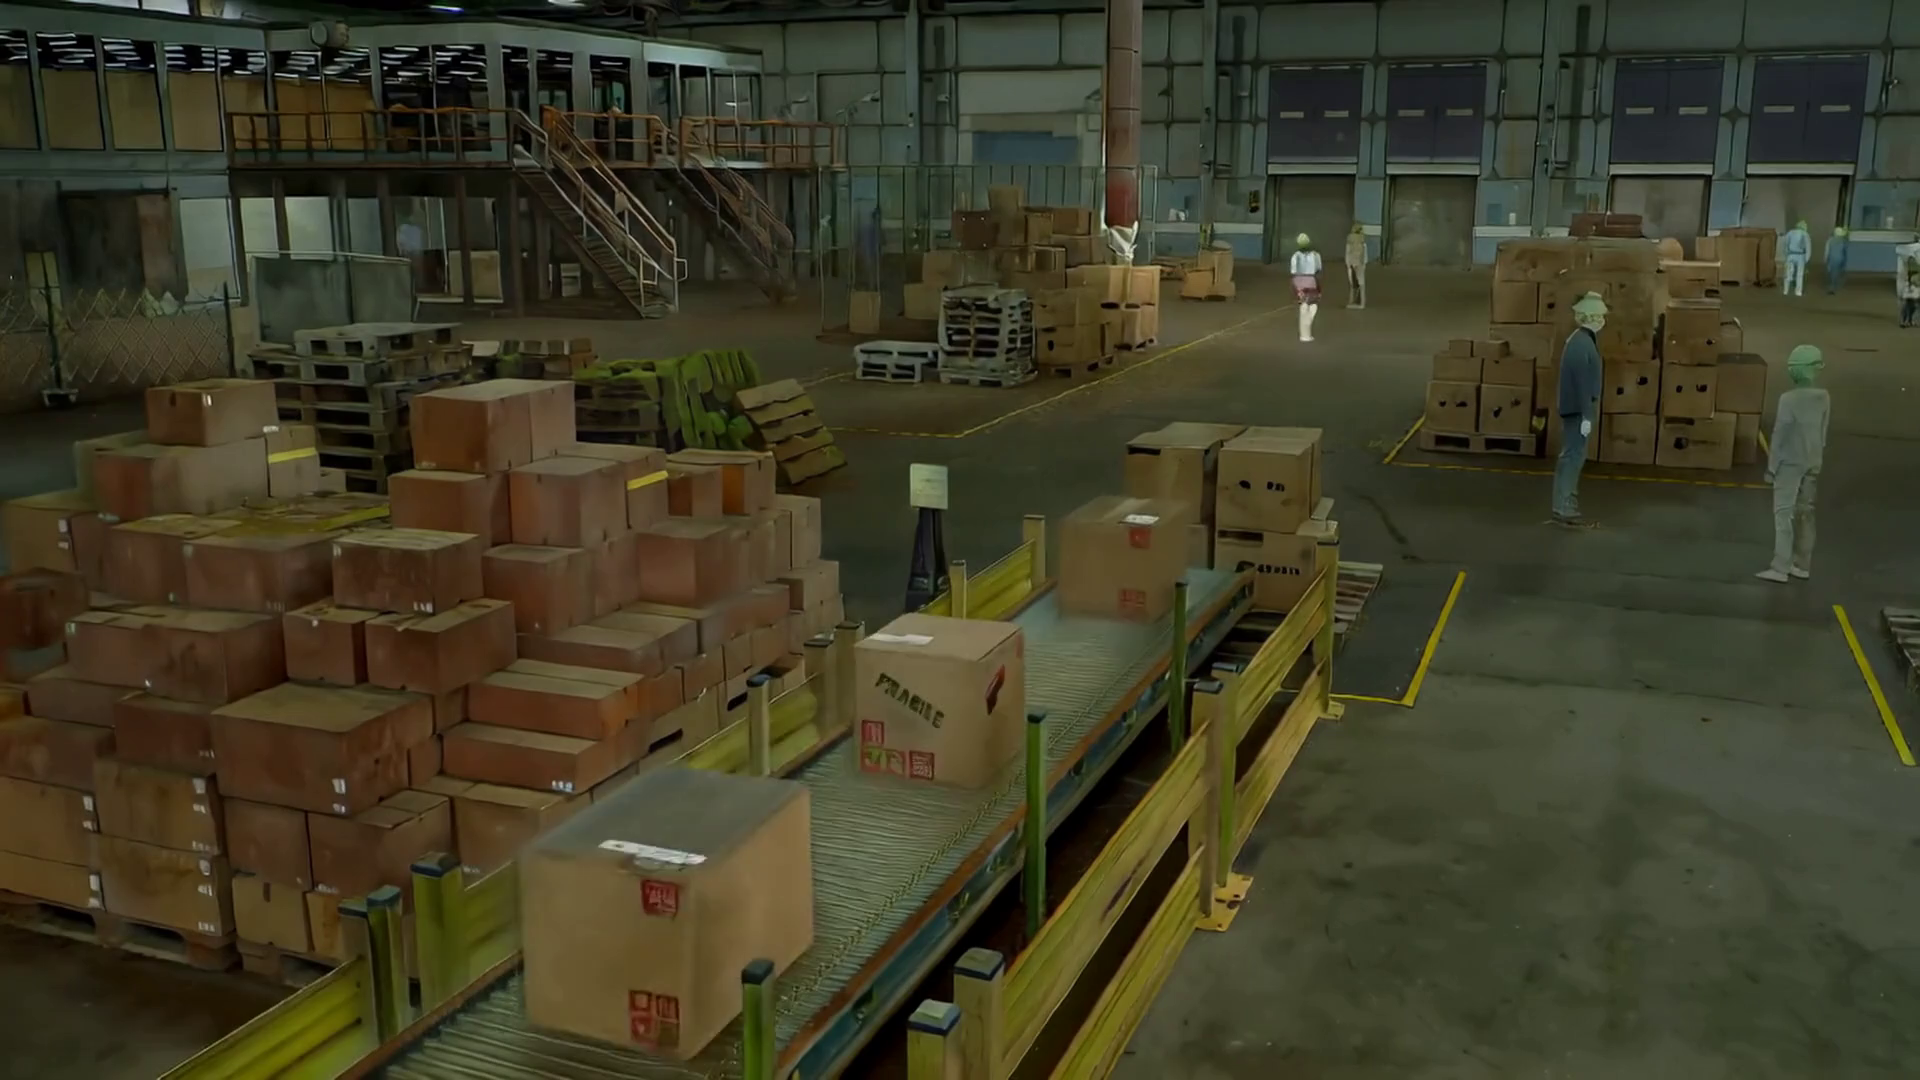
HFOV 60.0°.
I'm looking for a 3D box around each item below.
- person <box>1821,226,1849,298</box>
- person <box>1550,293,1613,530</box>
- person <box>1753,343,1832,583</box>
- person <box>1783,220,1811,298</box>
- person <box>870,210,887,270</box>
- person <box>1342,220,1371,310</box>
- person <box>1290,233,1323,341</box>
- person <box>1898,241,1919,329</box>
[{"bbox_3d":[20.813,-6.614,39.557,0.941,1.687,0.506,-12,17,-43],"label":"person"},{"bbox_3d":[5.248,-1.089,14.080,0.379,1.993,0.613,2,13,7],"label":"person"},{"bbox_3d":[6.154,-0.563,12.256,0.527,1.760,0.331,-6,14,-25],"label":"person"},{"bbox_3d":[19.760,-6.628,39.268,0.429,1.844,0.627,-9,16,-36],"label":"person"},{"bbox_3d":[-2.400,-9.067,50.281,0.761,1.816,0.639,-3,13,-15],"label":"person"},{"bbox_3d":[8.592,-5.953,36.018,0.372,1.940,0.631,-9,15,-35],"label":"person"},{"bbox_3d":[6.127,-4.467,29.446,0.584,1.903,0.405,-1,13,-6],"label":"person"},{"bbox_3d":[18.275,-4.891,31.828,0.533,1.690,0.322,-8,15,-33],"label":"person"}]
